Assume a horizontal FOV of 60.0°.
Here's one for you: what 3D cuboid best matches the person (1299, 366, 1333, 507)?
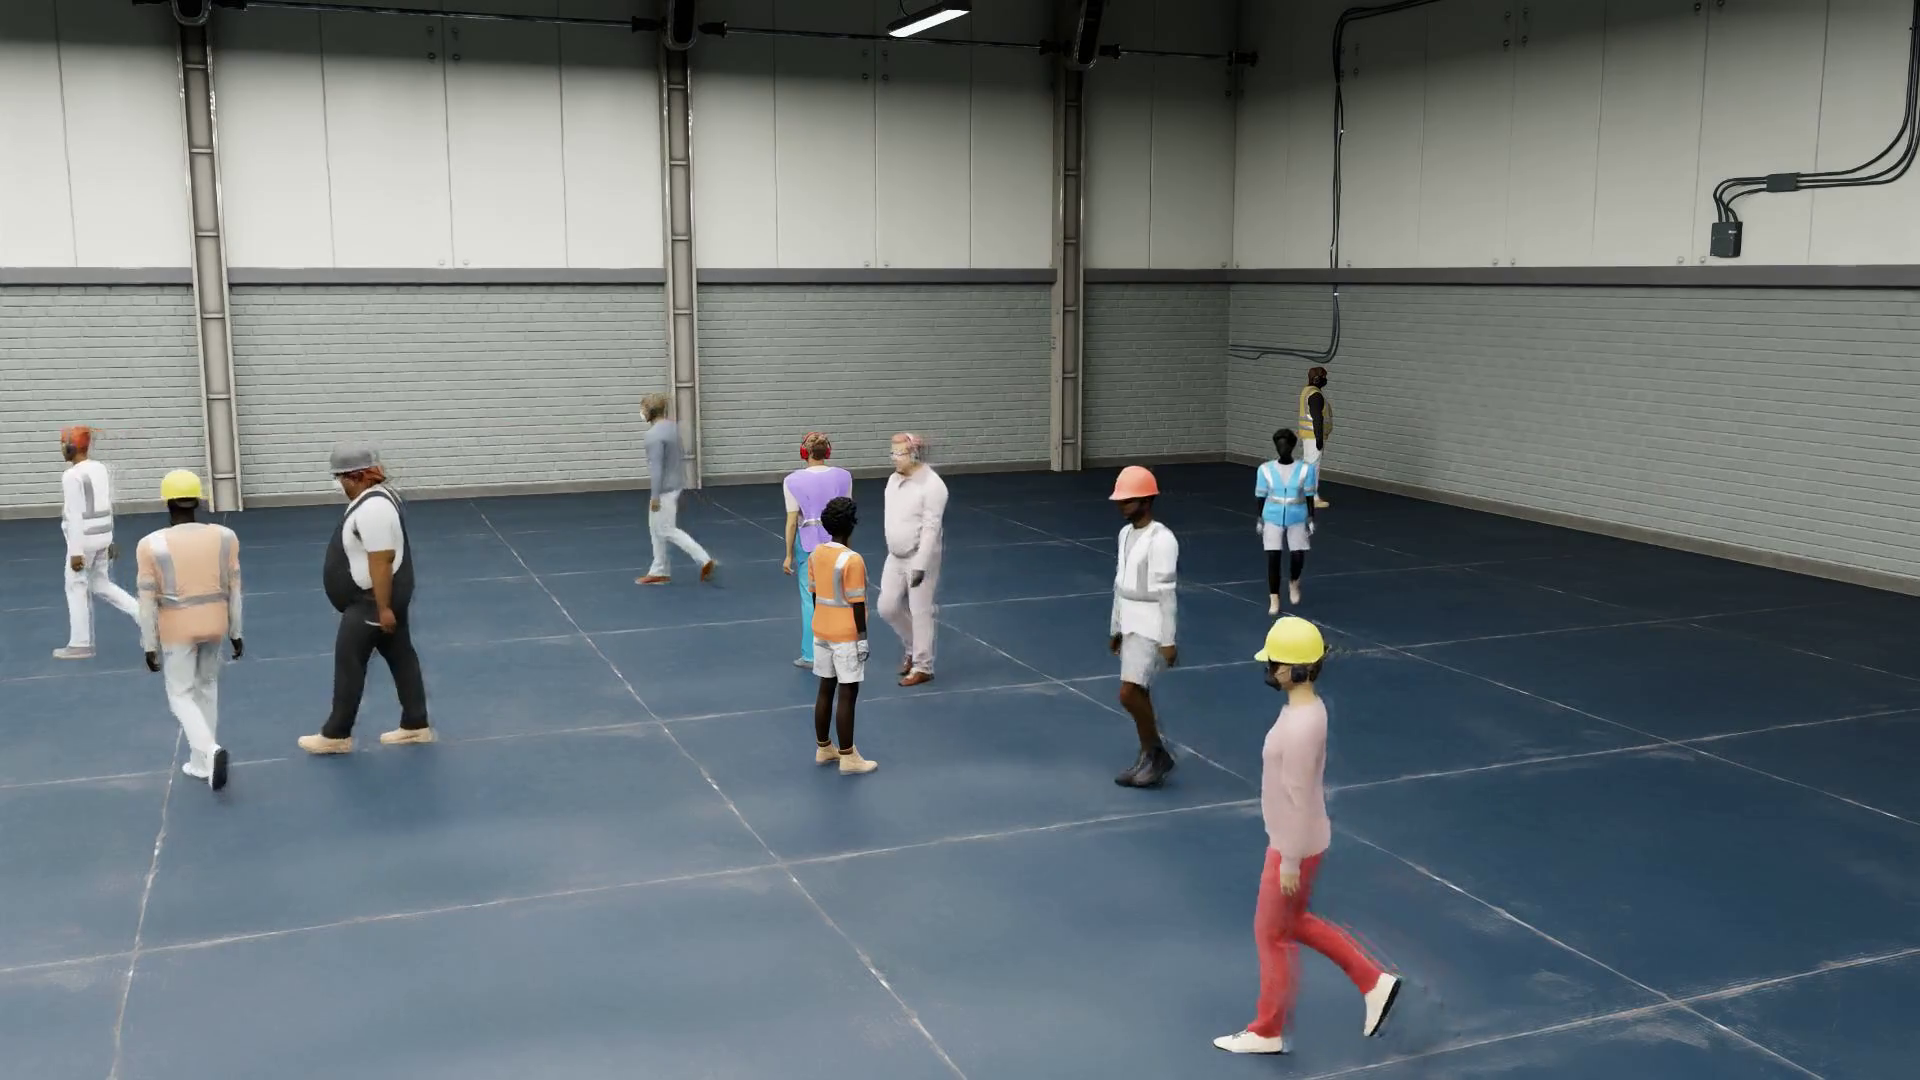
[{"bbox_3d":[4.674,-1.355,21.853,0.429,1.844,0.626,0,9,0],"label":"person"}]

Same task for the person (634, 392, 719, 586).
[{"bbox_3d":[-2.764,-0.482,16.149,0.794,1.916,0.639,0,9,0],"label":"person"}]

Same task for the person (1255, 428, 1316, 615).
[{"bbox_3d":[2.904,-0.169,14.892,0.545,1.680,0.406,2,9,14],"label":"person"}]

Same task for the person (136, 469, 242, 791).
[{"bbox_3d":[-4.498,0.534,9.795,0.744,1.907,0.591,9,12,43],"label":"person"}]

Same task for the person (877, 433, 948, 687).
[{"bbox_3d":[-0.375,0.151,12.268,0.436,1.887,0.644,-8,12,-42],"label":"person"}]

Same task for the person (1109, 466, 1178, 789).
[{"bbox_3d":[1.044,0.524,9.791,0.408,1.922,0.584,-3,10,-20],"label":"person"}]

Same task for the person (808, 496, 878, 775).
[{"bbox_3d":[-0.723,0.577,10.158,0.315,1.699,0.541,-7,11,-36],"label":"person"}]

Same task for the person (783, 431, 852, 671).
[{"bbox_3d":[-1.083,0.085,12.784,0.563,1.847,0.392,-5,10,-28],"label":"person"}]

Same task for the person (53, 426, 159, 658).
[{"bbox_3d":[-6.826,0.021,13.164,0.742,1.866,0.582,0,9,0],"label":"person"}]

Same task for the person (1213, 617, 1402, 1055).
[{"bbox_3d":[1.352,1.155,6.389,0.640,1.749,0.530,2,9,13],"label":"person"}]

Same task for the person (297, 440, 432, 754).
[{"bbox_3d":[-3.849,0.341,10.578,0.907,2.000,0.696,-2,9,-12],"label":"person"}]
